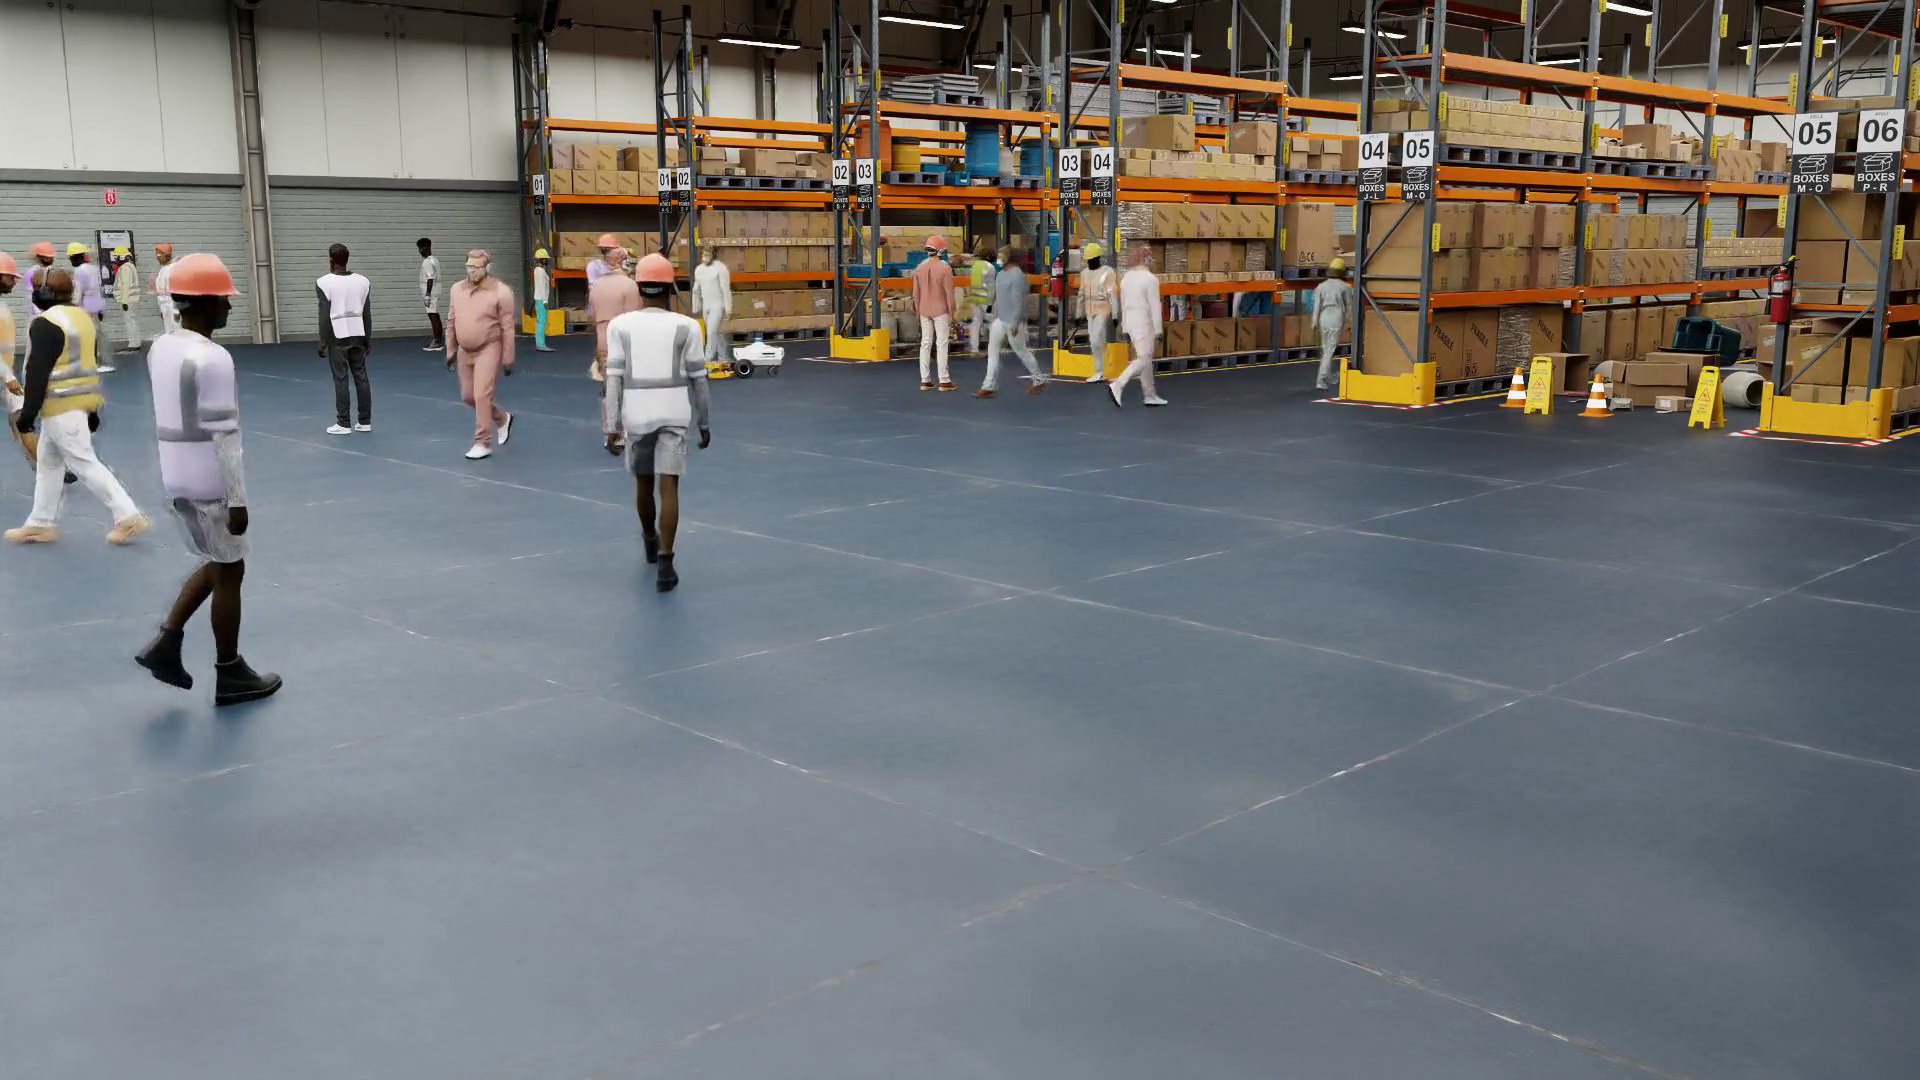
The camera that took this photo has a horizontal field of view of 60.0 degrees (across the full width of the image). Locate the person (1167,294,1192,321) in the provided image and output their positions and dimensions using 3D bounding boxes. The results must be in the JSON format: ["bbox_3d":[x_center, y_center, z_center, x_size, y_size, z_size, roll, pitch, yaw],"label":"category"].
[{"bbox_3d":[3.591,-3.907,27.226,0.328,1.862,0.517,-9,14,-40],"label":"person"}]

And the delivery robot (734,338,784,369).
[{"bbox_3d":[-2.870,-2.644,23.760,0.707,0.478,0.477,-2,11,-11],"label":"delivery robot"}]

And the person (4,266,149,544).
[{"bbox_3d":[-5.798,-0.871,10.826,0.932,1.809,0.617,-2,11,-10],"label":"person"}]

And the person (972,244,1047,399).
[{"bbox_3d":[0.659,-2.716,20.647,0.999,1.900,0.644,-5,12,-26],"label":"person"}]

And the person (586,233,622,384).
[{"bbox_3d":[-4.658,-3.042,22.058,0.450,2.024,0.630,6,12,31],"label":"person"}]

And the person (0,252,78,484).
[{"bbox_3d":[-7.581,-1.320,13.098,1.037,1.870,0.541,0,10,-2],"label":"person"}]

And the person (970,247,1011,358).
[{"bbox_3d":[0.492,-3.911,27.404,0.827,1.806,0.622,-8,13,-39],"label":"person"}]

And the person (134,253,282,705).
[{"bbox_3d":[-3.212,-0.243,7.060,0.561,1.928,0.464,8,13,39],"label":"person"}]

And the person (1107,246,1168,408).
[{"bbox_3d":[2.087,-2.482,19.387,0.836,1.882,0.646,-5,11,-23],"label":"person"}]

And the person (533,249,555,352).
[{"bbox_3d":[-7.216,-4.150,28.806,0.312,1.767,0.533,-4,11,-23],"label":"person"}]

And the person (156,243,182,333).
[{"bbox_3d":[-11.307,-3.298,23.830,0.574,1.887,0.355,10,14,42],"label":"person"}]

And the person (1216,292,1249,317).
[{"bbox_3d":[5.287,-4.846,32.277,0.635,1.889,1.016,10,14,43],"label":"person"}]

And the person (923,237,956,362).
[{"bbox_3d":[-0.364,-3.847,26.617,0.700,1.962,0.698,-9,14,-41],"label":"person"}]

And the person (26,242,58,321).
[{"bbox_3d":[-12.488,-3.137,22.881,0.784,1.904,0.576,2,11,10],"label":"person"}]

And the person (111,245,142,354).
[{"bbox_3d":[-14.267,-4.117,28.471,0.404,1.826,0.589,-3,11,-18],"label":"person"}]

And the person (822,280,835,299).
[{"bbox_3d":[-2.828,-5.616,36.329,0.378,1.940,0.629,-8,13,-36],"label":"person"}]

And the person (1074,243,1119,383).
[{"bbox_3d":[1.831,-3.061,22.497,0.551,1.895,0.667,-9,14,-40],"label":"person"}]

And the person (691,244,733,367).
[{"bbox_3d":[-3.619,-3.312,23.970,0.703,1.876,0.933,9,14,42],"label":"person"}]

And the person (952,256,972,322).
[{"bbox_3d":[-0.010,-4.845,33.084,0.524,1.585,0.854,8,13,38],"label":"person"}]

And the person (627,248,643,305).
[{"bbox_3d":[-6.113,-4.505,30.762,0.535,1.764,0.324,1,10,4],"label":"person"}]

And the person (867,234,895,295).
[{"bbox_3d":[-1.641,-5.559,35.807,0.651,2.007,0.897,9,14,41],"label":"person"}]

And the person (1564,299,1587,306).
[{"bbox_3d":[9.987,-3.781,26.982,0.321,1.697,0.529,-3,11,-14],"label":"person"}]

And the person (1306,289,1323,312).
[{"bbox_3d":[8.637,-6.289,40.368,0.574,1.807,0.855,10,14,43],"label":"person"}]

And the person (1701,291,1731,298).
[{"bbox_3d":[13.323,-4.308,29.524,0.626,1.813,0.563,9,14,41],"label":"person"}]

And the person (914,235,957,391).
[{"bbox_3d":[-0.314,-2.944,21.603,0.611,1.996,0.378,7,12,32],"label":"person"}]

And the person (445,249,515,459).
[{"bbox_3d":[-4.333,-1.708,15.182,0.649,1.877,0.733,4,11,21],"label":"person"}]

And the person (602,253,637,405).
[{"bbox_3d":[-3.829,-2.483,19.623,0.949,1.799,0.516,-1,10,-3],"label":"person"}]

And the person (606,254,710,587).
[{"bbox_3d":[-1.759,-0.721,9.777,0.579,1.883,0.992,-1,10,-4],"label":"person"}]

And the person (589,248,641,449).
[{"bbox_3d":[-3.166,-1.802,15.681,0.666,1.877,0.558,8,13,38],"label":"person"}]

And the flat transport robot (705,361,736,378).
[{"bbox_3d":[-3.908,-2.427,23.609,1.431,0.197,0.652,1,10,4],"label":"flat transport robot"}]

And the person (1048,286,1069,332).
[{"bbox_3d":[2.083,-5.146,34.439,0.516,1.683,0.547,-8,13,-37],"label":"person"}]

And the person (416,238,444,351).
[{"bbox_3d":[-9.272,-4.299,29.089,0.393,1.958,0.612,-1,10,-5],"label":"person"}]

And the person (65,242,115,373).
[{"bbox_3d":[-12.828,-3.372,24.245,0.858,1.887,0.587,-3,11,-18],"label":"person"}]

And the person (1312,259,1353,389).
[{"bbox_3d":[4.931,-2.846,21.897,0.480,1.685,0.953,8,13,37],"label":"person"}]

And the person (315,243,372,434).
[{"bbox_3d":[-6.253,-2.049,16.935,0.385,1.918,0.596,8,13,36],"label":"person"}]
